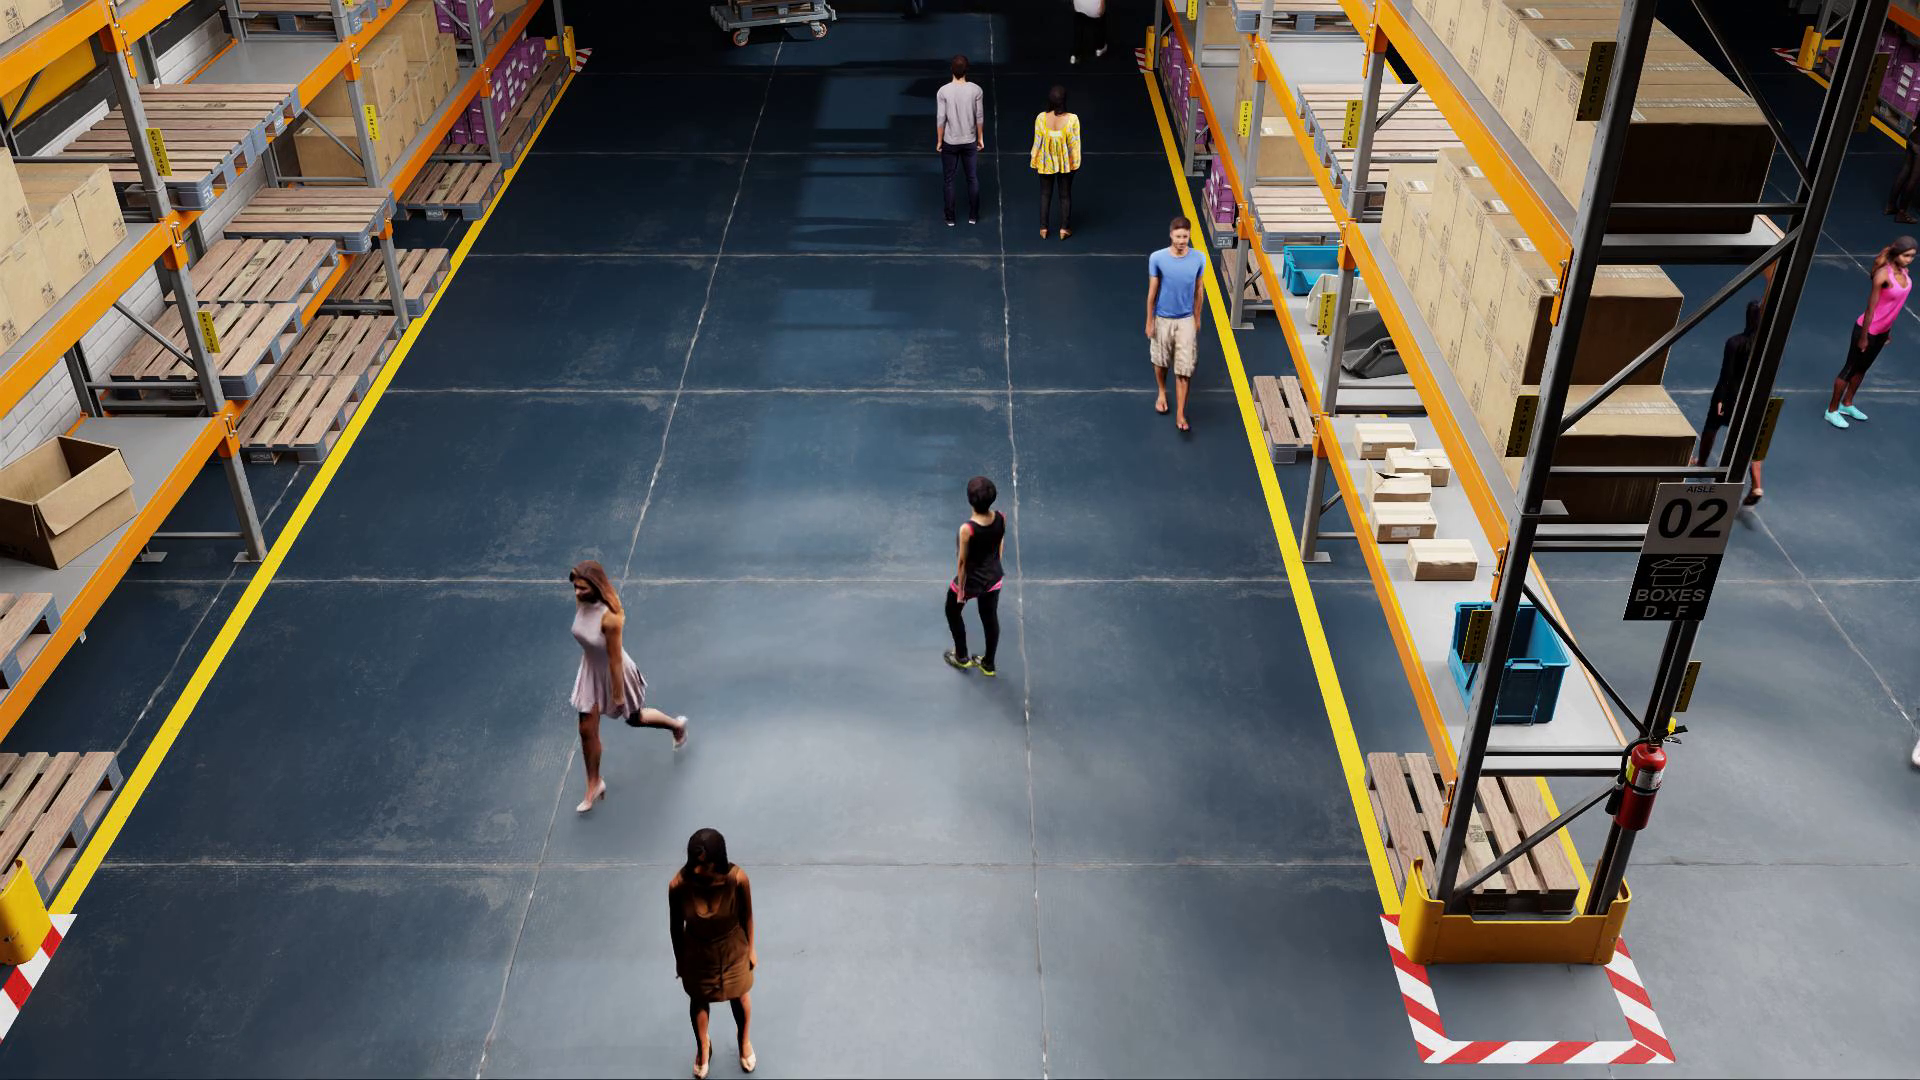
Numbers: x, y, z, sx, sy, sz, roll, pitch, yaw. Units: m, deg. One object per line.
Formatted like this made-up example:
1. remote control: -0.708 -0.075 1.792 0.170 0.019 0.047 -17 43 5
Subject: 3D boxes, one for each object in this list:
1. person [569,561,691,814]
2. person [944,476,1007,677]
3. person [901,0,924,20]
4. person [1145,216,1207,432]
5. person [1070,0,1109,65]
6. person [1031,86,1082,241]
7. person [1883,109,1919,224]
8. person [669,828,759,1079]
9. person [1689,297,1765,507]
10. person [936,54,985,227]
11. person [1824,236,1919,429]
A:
1. person: -2.070 0.844 10.213 1.046 1.731 1.141 26 42 34
2. person: 0.168 0.291 11.218 0.707 1.540 0.756 -21 39 -29
3. person: -0.615 -8.464 24.214 0.753 1.733 0.574 6 34 9
4. person: 1.833 -1.947 14.313 0.692 1.841 1.027 3 34 4
5. person: 1.716 -7.233 22.440 1.011 1.647 1.229 16 37 23
6. person: 1.016 -3.966 17.518 0.757 1.655 0.792 5 34 8
7. person: 10.380 -4.260 17.973 0.649 1.642 0.436 -1 34 -2
8. person: -1.228 2.082 8.391 0.593 1.686 0.552 -5 34 -8
9. person: 6.206 -1.073 13.137 0.745 1.687 1.187 -4 34 -6
10. person: -0.007 -4.286 17.830 0.696 1.843 0.579 -5 34 -8
11. person: 7.785 -1.801 14.196 0.652 1.726 0.682 -16 37 -23
